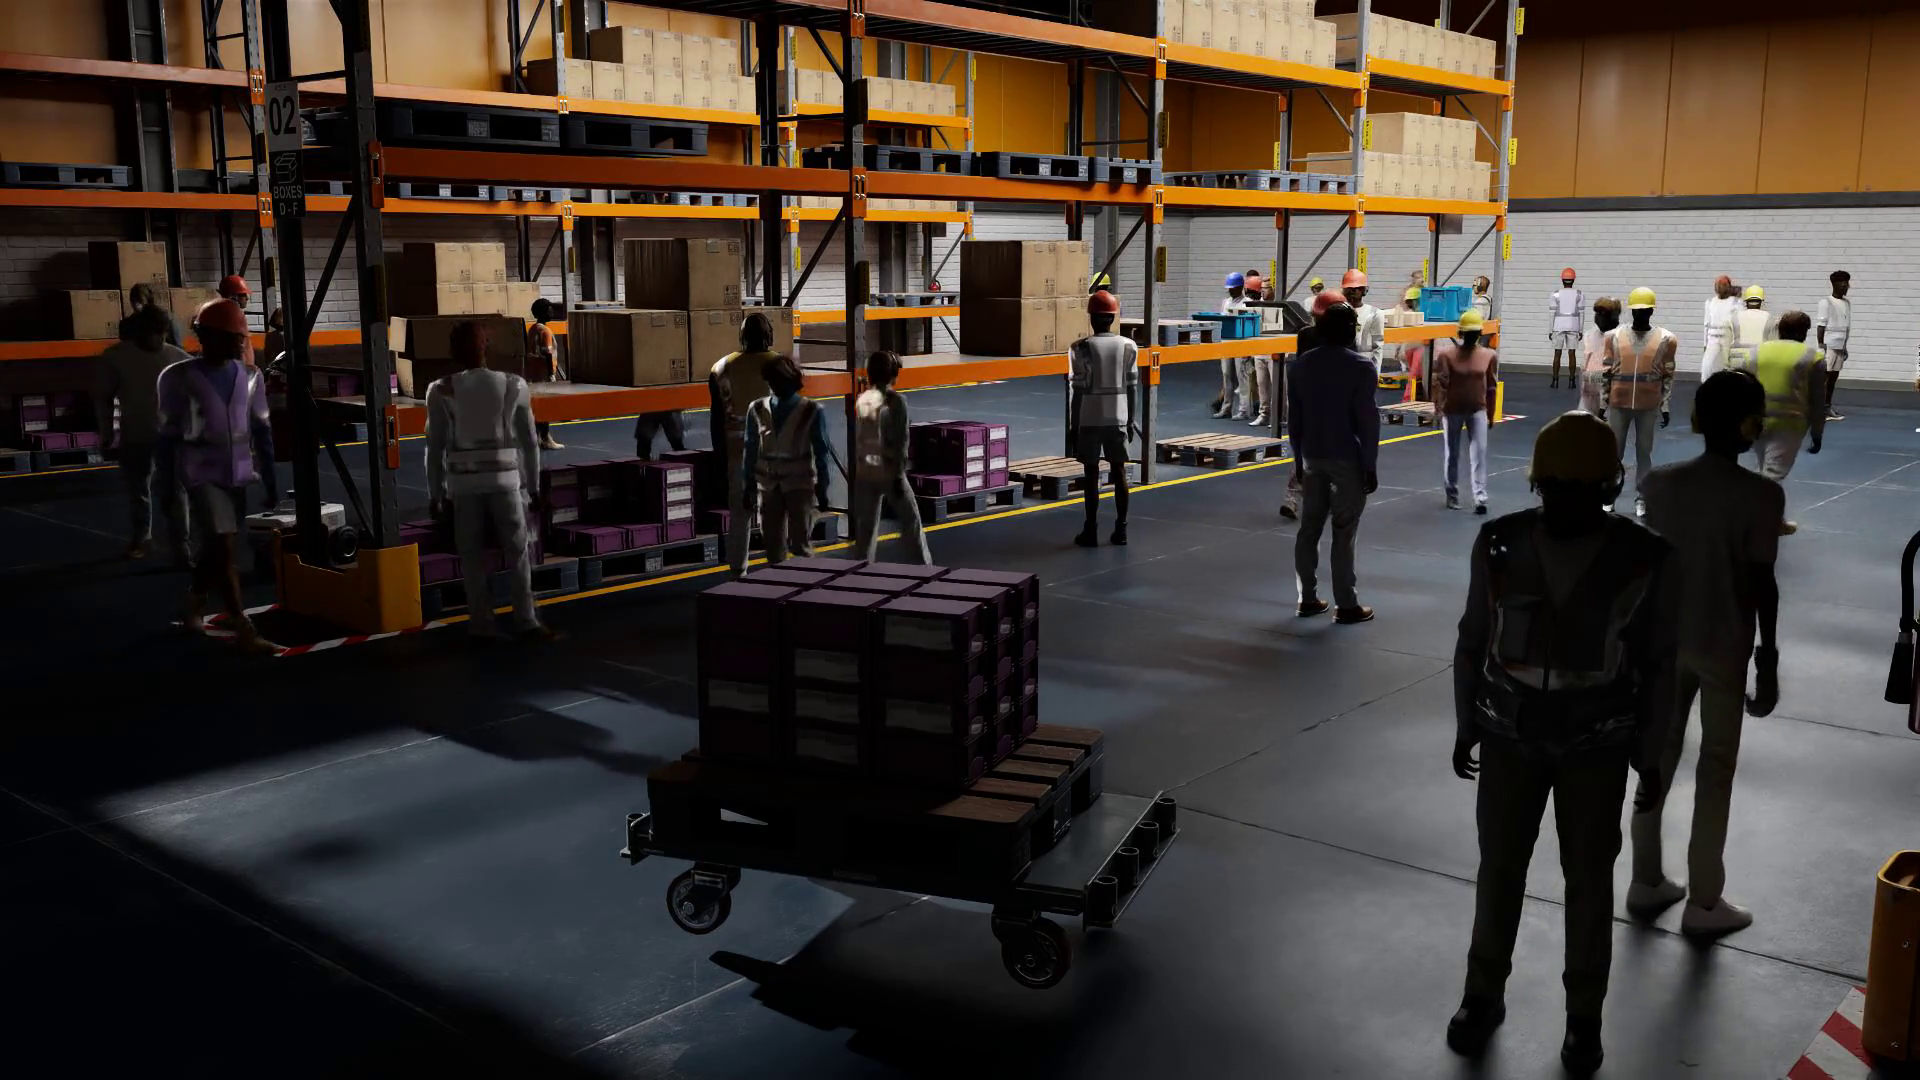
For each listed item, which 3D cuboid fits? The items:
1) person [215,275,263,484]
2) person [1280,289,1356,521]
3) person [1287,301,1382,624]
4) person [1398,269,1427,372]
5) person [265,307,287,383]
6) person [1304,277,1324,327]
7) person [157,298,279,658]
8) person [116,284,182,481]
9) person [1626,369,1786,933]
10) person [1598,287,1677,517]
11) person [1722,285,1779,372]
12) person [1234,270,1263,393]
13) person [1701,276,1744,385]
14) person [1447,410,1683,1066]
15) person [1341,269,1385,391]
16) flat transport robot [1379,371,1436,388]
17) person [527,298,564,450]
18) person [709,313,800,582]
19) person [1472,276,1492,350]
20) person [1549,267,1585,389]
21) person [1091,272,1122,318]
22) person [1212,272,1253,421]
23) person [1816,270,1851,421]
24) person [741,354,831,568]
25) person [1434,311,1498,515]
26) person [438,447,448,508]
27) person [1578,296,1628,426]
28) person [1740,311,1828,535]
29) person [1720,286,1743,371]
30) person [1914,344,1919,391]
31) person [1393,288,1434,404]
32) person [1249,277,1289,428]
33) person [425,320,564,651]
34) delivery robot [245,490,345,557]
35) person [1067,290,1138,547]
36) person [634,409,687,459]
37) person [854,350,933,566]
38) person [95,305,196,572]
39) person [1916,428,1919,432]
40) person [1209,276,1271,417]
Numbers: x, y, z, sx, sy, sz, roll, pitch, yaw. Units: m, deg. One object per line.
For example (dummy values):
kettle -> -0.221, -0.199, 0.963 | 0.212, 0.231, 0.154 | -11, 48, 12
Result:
person -> -6.949, -1.538, 15.995 | 0.393, 1.995, 0.612 | -7, 12, -34
person -> 2.978, -1.116, 13.813 | 1.011, 1.913, 0.672 | -9, 14, -43
person -> 2.261, -0.466, 10.054 | 0.372, 1.940, 0.631 | -9, 14, -42
person -> 7.813, -3.713, 28.670 | 0.649, 1.892, 0.673 | -5, 11, -28
person -> -7.270, -1.685, 17.896 | 0.492, 1.625, 0.284 | 6, 12, 32
person -> 6.000, -3.537, 28.035 | 0.531, 1.765, 0.327 | -4, 11, -22
person -> -4.219, -0.376, 9.425 | 1.057, 1.990, 0.624 | 7, 12, 35
person -> -7.921, -1.515, 16.107 | 0.660, 1.900, 0.942 | 3, 10, 16
person -> 2.473, 0.368, 5.520 | 0.330, 1.864, 0.513 | -6, 12, -32
person -> 5.692, -1.158, 14.021 | 0.584, 1.928, 0.372 | 5, 11, 25
person -> 9.263, -2.069, 19.525 | 0.591, 1.823, 0.405 | 4, 11, 23
person -> 4.542, -3.228, 25.835 | 0.597, 1.916, 0.370 | 5, 11, 28
person -> 10.682, -2.769, 23.417 | 0.794, 1.854, 0.583 | -9, 13, -42
person -> 1.658, 0.545, 4.627 | 0.588, 1.822, 0.403 | 6, 11, 29
person -> 3.938, -1.694, 16.744 | 0.605, 2.045, 0.377 | 6, 11, 29
flat transport robot -> 7.200, -2.598, 26.933 | 1.431, 0.197, 0.652 | -6, 11, -29
person -> -4.667, -1.854, 18.641 | 0.316, 1.695, 0.540 | -7, 12, -34
person -> -1.324, -0.568, 10.942 | 0.625, 1.836, 0.428 | 2, 10, 9
person -> 7.671, -2.959, 24.512 | 0.351, 1.846, 0.506 | 7, 12, 34
person -> 9.749, -3.401, 26.755 | 0.544, 1.943, 0.347 | 3, 10, 17
person -> 1.921, -2.659, 22.567 | 0.586, 1.928, 0.380 | 8, 13, 39
person -> 3.612, -2.534, 21.829 | 0.402, 1.938, 0.604 | -8, 13, -37
person -> 11.460, -2.550, 21.833 | 0.614, 1.964, 0.361 | -6, 12, -31
person -> -1.042, -0.289, 9.918 | 0.518, 1.632, 0.378 | 4, 11, 21
person -> 4.282, -1.062, 14.067 | 0.552, 1.719, 0.905 | 1, 10, 7
person -> -4.448, -1.059, 14.426 | 0.521, 1.613, 0.303 | -5, 11, -29
person -> 5.824, -1.272, 14.971 | 0.488, 1.830, 0.642 | -5, 11, -29
person -> 6.261, -0.858, 12.750 | 0.940, 1.790, 0.657 | -8, 13, -38
person -> 12.693, -3.359, 27.375 | 0.307, 1.640, 0.519 | 7, 12, 33
person -> 10.194, -1.713, 17.195 | 0.573, 1.921, 0.455 | 7, 12, 37
person -> 6.302, -2.628, 23.010 | 0.926, 1.712, 0.533 | -7, 12, -36
person -> 3.888, -2.355, 20.937 | 0.403, 1.900, 0.646 | -7, 12, -34
person -> -2.615, -0.297, 9.378 | 0.749, 1.864, 0.345 | -4, 11, -19
delivery robot -> -4.670, -0.110, 11.693 | 0.477, 0.478, 0.707 | 4, 11, 20
person -> 1.066, -0.912, 12.589 | 0.547, 1.939, 0.376 | -2, 10, -13
person -> -2.675, -1.155, 14.788 | 0.547, 1.648, 0.867 | 5, 11, 28
person -> -0.390, -0.408, 10.658 | 0.782, 1.598, 0.528 | -8, 13, -37
person -> -5.733, -0.734, 11.817 | 0.674, 1.877, 0.929 | -4, 11, -21
person -> 11.976, -2.165, 20.304 | 0.484, 1.736, 0.306 | 0, 10, 2
person -> 3.766, -2.560, 22.103 | 0.852, 1.900, 0.550 | 0, 10, 1
